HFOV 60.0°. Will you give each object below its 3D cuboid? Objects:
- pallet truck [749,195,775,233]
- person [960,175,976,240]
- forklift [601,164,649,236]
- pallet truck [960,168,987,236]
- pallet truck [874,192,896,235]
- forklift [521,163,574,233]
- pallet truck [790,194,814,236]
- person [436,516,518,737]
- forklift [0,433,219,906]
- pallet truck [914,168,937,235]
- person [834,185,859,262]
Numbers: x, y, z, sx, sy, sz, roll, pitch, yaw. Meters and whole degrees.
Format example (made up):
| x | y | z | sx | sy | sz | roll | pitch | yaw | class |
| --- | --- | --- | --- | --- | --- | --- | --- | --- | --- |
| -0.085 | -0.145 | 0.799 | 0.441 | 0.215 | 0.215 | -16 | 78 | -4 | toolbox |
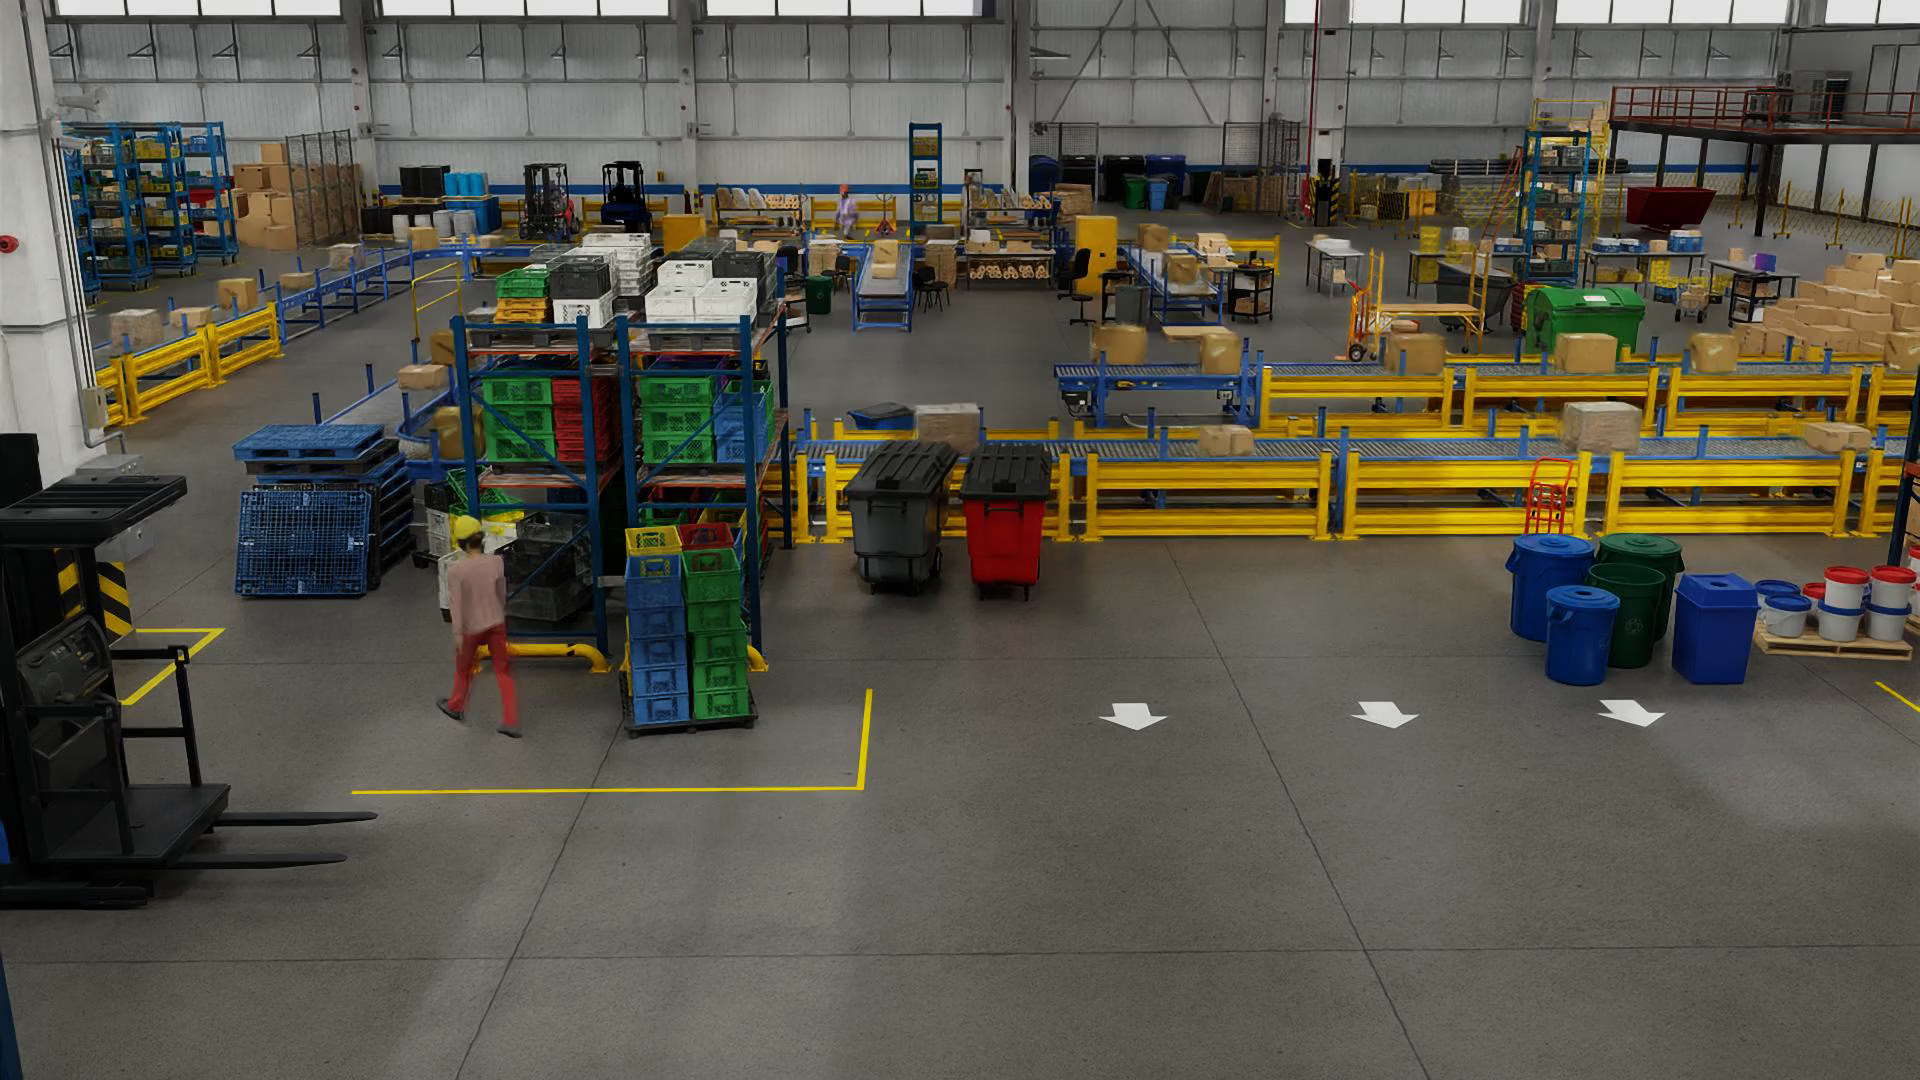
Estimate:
| x | y | z | sx | sy | sz | roll | pitch | yaw | class |
| --- | --- | --- | --- | --- | --- | --- | --- | --- | --- |
| -6.051 | -9.967 | 50.660 | 0.680 | 1.201 | 1.601 | 0 | 16 | -1 | pallet truck |
| 0.230 | -9.614 | 48.228 | 0.403 | 1.906 | 0.651 | -11 | 19 | -34 | person |
| -9.948 | -10.127 | 49.296 | 1.157 | 1.987 | 2.680 | -1 | 16 | -3 | forklift |
| 0.383 | -10.230 | 50.206 | 0.823 | 1.965 | 1.885 | -1 | 16 | -3 | pallet truck |
| -2.277 | -9.986 | 50.594 | 0.653 | 1.274 | 1.630 | 0 | 16 | -1 | pallet truck |
| -12.233 | -10.122 | 49.298 | 1.157 | 1.987 | 2.680 | 0 | 16 | -1 | forklift |
| -4.814 | -9.883 | 50.259 | 0.704 | 1.261 | 1.522 | -1 | 16 | -3 | pallet truck |
| -3.761 | 0.645 | 12.886 | 0.890 | 1.715 | 0.551 | 13 | 21 | 39 | person |
| -5.952 | 0.780 | 10.366 | 1.873 | 2.768 | 1.129 | 0 | 16 | -1 | forklift |
| -0.989 | -10.316 | 50.507 | 0.823 | 1.965 | 1.885 | 1 | 16 | 3 | pallet truck |
| -3.025 | -8.187 | 43.099 | 0.638 | 1.993 | 1.040 | 13 | 21 | 39 | person |
